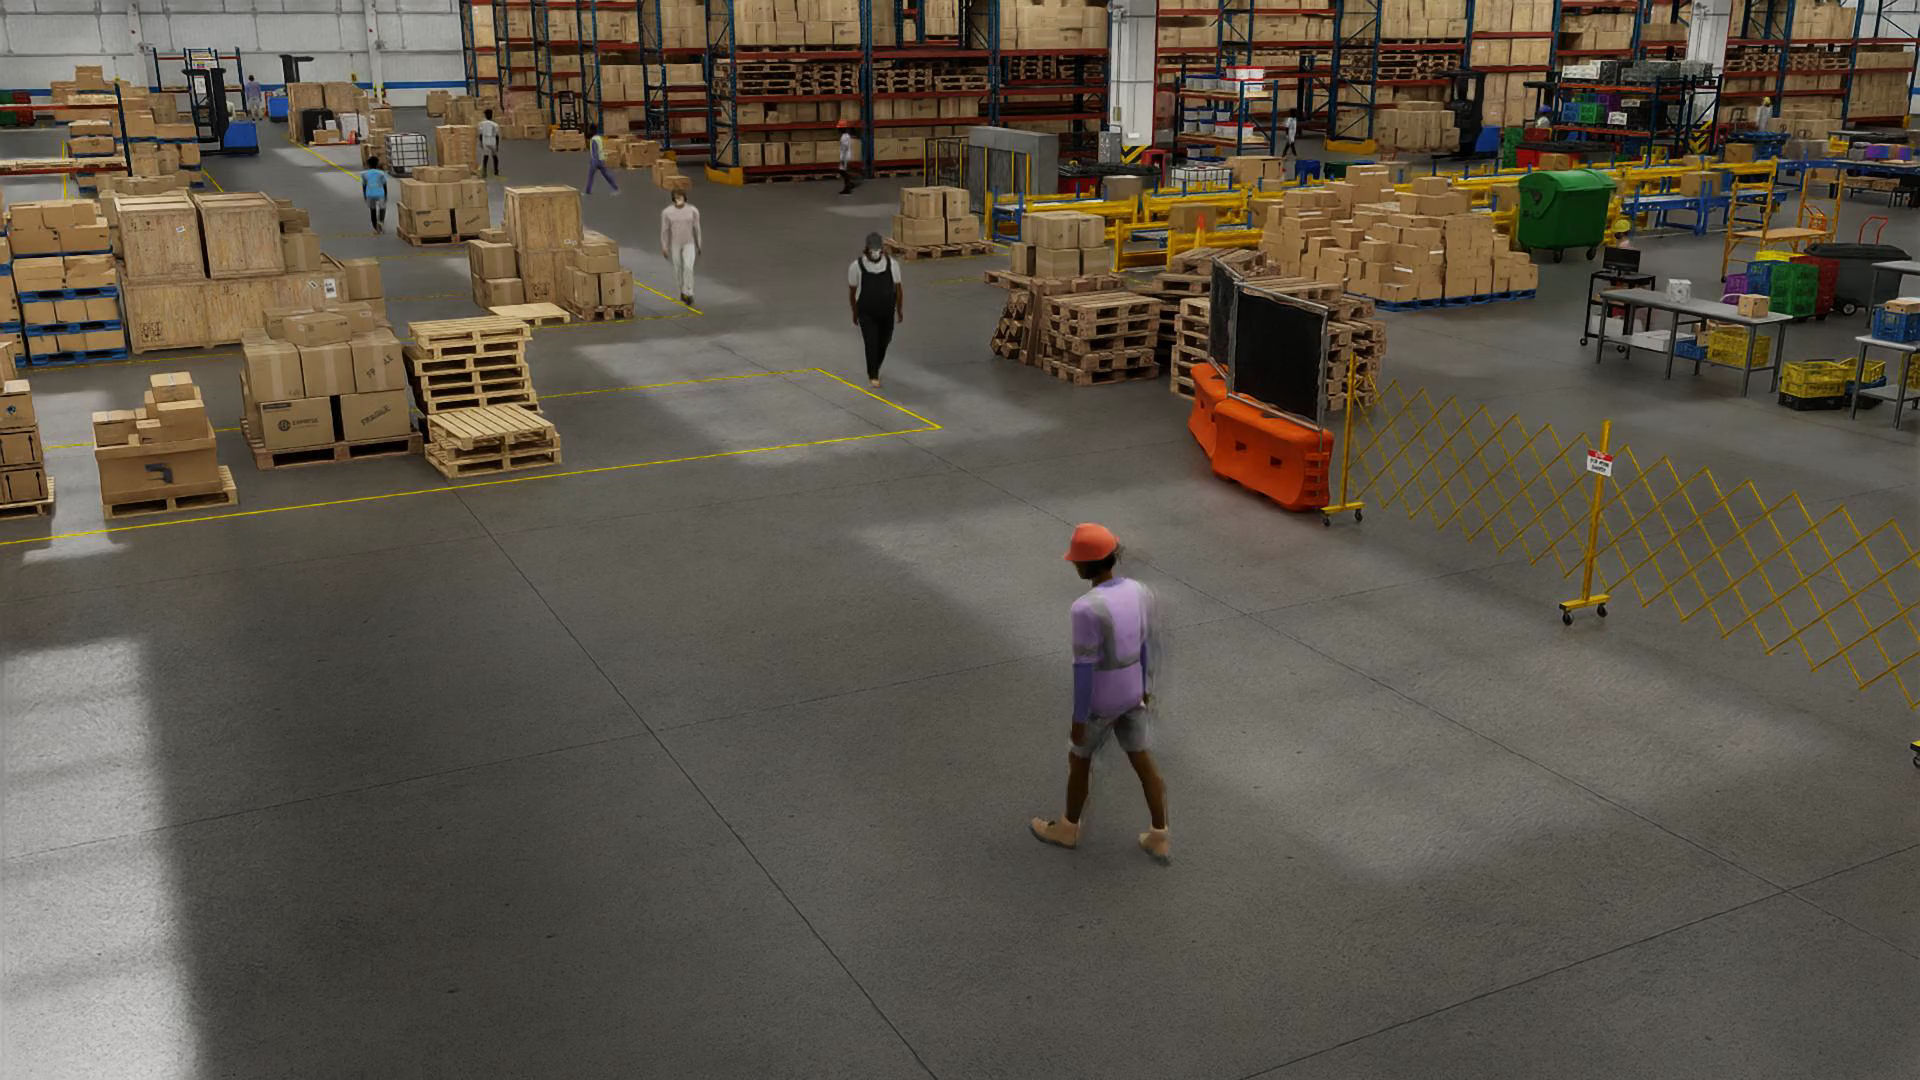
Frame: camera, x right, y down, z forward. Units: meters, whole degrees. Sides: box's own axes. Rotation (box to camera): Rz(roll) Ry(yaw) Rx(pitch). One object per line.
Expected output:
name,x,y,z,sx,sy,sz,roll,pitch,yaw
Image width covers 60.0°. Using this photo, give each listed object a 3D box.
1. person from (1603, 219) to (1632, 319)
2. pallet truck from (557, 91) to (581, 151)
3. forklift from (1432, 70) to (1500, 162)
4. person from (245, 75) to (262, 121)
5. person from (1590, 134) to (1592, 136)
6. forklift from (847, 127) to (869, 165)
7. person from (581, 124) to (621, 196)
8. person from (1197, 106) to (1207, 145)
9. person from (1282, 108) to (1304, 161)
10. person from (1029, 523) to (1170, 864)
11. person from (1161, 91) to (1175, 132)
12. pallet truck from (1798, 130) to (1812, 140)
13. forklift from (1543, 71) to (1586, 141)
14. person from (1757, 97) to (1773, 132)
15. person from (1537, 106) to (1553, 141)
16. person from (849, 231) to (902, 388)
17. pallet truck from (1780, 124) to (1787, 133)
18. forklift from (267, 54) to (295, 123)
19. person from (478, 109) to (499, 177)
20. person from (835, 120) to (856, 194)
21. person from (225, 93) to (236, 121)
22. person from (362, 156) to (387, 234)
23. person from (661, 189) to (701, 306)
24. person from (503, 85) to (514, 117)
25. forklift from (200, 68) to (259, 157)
person,9.784,-3.891,24.763,0.424,1.750,0.539,7,19,20
pallet truck,-13.495,-14.412,57.188,0.823,1.965,1.885,-3,18,-9
forklift,16.318,-13.599,53.231,1.873,2.768,1.129,-9,20,-26
person,-30.619,-19.172,72.129,0.636,1.938,0.357,-9,20,-26
person,23.802,-16.239,63.320,0.895,1.711,0.543,-6,19,-17
forklift,-3.464,-12.906,51.069,1.873,2.768,1.129,-9,20,-26
person,-9.421,-9.912,43.402,1.055,1.863,0.579,1,18,4
person,7.944,-13.483,54.819,0.540,1.668,0.684,-17,24,-42
person,10.670,-12.932,53.111,0.867,1.651,0.545,12,21,33
person,0.820,0.879,9.531,0.936,1.986,0.717,15,23,38
person,8.308,-17.104,65.782,0.762,1.874,0.722,-7,19,-22
pallet truck,25.526,-11.556,49.408,1.630,1.274,0.653,-9,20,-26
forklift,18.685,-13.231,52.085,1.873,2.768,1.129,-9,20,-26
person,27.723,-14.383,57.398,0.605,1.810,0.671,-8,19,-23
person,17.378,-11.935,49.567,0.438,1.928,0.630,0,18,-1
person,-1.109,-3.076,21.779,0.680,2.000,0.903,-5,18,-15
pallet truck,25.206,-12.542,52.601,1.601,1.201,0.680,0,18,-2
forklift,-28.406,-19.136,70.494,1.873,2.768,1.129,-9,20,-26
person,-13.680,-11.522,48.291,0.623,1.940,0.896,0,18,1
person,-3.059,-10.070,43.774,0.414,1.917,0.569,0,18,0
person,-25.057,-14.292,56.820,0.611,1.995,0.380,-9,20,-26
person,-12.679,-7.476,36.080,0.547,1.681,0.368,-3,18,-8
person,-4.619,-4.859,27.579,0.653,1.883,1.037,-2,18,-7
person,-17.569,-16.678,64.470,0.676,1.852,0.976,16,24,40
forklift,-24.369,-14.147,54.940,1.873,2.768,1.129,-9,20,-26
